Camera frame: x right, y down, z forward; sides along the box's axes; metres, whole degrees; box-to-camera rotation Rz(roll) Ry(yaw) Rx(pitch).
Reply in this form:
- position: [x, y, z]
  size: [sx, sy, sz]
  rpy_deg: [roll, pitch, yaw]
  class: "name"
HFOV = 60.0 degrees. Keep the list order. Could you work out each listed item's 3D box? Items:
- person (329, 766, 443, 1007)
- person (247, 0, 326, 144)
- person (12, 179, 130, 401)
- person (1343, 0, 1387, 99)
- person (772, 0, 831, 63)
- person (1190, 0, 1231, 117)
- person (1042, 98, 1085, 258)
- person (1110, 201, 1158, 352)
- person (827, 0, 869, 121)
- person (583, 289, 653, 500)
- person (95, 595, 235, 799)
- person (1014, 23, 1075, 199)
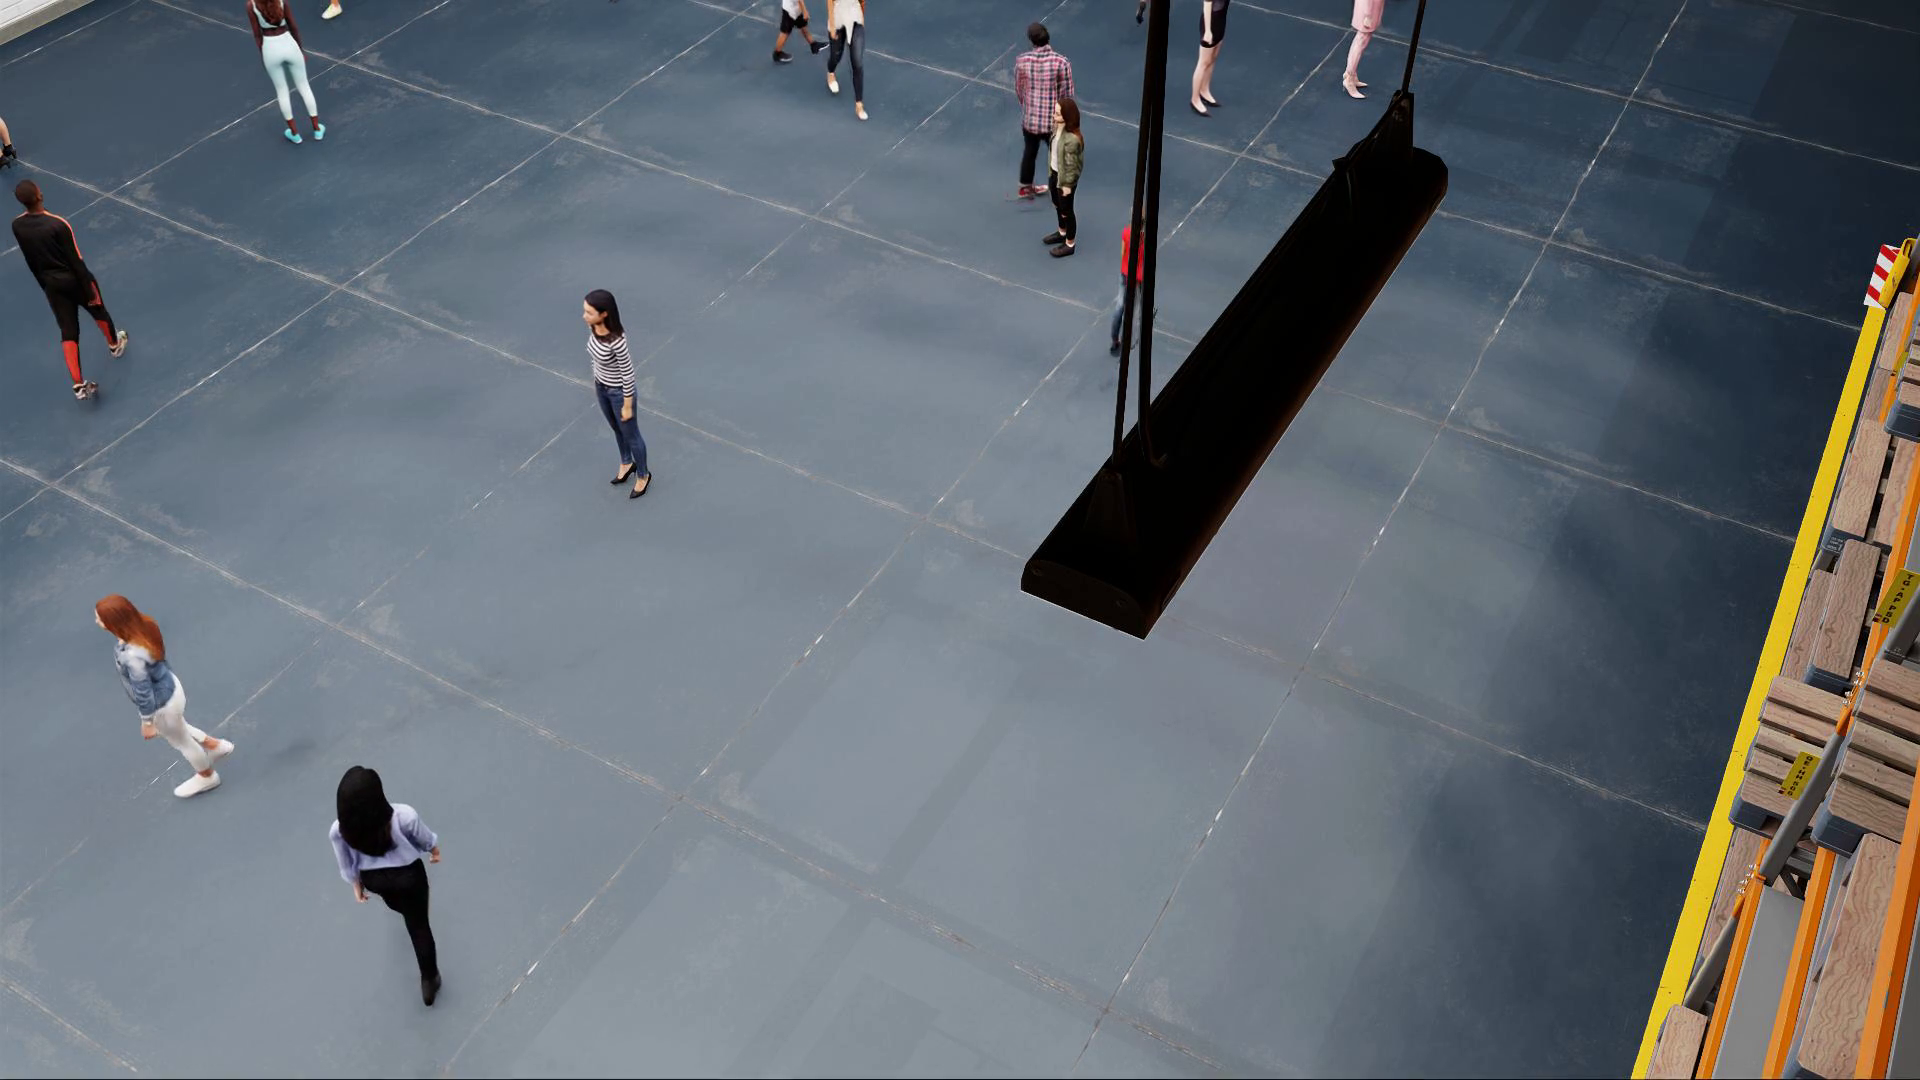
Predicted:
- position: [-3.050, 1.906, 8.983]
  size: [1.054, 1.711, 1.143]
  rpy_deg: [-9, 44, -9]
  class: "person"
- position: [-6.452, -4.618, 15.823]
  size: [0.627, 1.722, 0.710]
  rpy_deg: [-19, 47, -18]
  class: "person"
- position: [-6.995, -1.924, 12.968]
  size: [1.085, 1.760, 1.280]
  rpy_deg: [-3, 44, -3]
  class: "person"
- position: [4.044, -5.280, 16.461]
  size: [0.719, 1.801, 0.526]
  rpy_deg: [13, 45, 13]
  class: "person"
- position: [-1.782, -5.487, 17.096]
  size: [0.914, 1.224, 0.833]
  rpy_deg: [-12, 45, -13]
  class: "person"
- position: [2.445, -5.027, 16.174]
  size: [0.635, 1.832, 0.425]
  rpy_deg: [20, 47, 20]
  class: "person"
- position: [0.909, -3.167, 14.479]
  size: [0.683, 1.475, 0.648]
  rpy_deg: [-16, 46, -16]
  class: "person"
- position: [1.392, -2.115, 13.518]
  size: [0.477, 1.277, 0.905]
  rpy_deg: [21, 47, 20]
  class: "person"
- position: [-1.160, -5.070, 16.276]
  size: [1.095, 1.753, 1.089]
  rpy_deg: [-14, 45, -15]
  class: "person"
- position: [-2.482, -1.061, 12.036]
  size: [0.580, 1.797, 0.629]
  rpy_deg: [-32, 52, -29]
  class: "person"
- position: [-4.729, 0.928, 10.024]
  size: [0.810, 1.691, 0.761]
  rpy_deg: [-19, 47, -19]
  class: "person"
- position: [0.697, -3.799, 14.959]
  size: [0.822, 1.729, 0.724]
  rpy_deg: [19, 47, 19]
  class: "person"
